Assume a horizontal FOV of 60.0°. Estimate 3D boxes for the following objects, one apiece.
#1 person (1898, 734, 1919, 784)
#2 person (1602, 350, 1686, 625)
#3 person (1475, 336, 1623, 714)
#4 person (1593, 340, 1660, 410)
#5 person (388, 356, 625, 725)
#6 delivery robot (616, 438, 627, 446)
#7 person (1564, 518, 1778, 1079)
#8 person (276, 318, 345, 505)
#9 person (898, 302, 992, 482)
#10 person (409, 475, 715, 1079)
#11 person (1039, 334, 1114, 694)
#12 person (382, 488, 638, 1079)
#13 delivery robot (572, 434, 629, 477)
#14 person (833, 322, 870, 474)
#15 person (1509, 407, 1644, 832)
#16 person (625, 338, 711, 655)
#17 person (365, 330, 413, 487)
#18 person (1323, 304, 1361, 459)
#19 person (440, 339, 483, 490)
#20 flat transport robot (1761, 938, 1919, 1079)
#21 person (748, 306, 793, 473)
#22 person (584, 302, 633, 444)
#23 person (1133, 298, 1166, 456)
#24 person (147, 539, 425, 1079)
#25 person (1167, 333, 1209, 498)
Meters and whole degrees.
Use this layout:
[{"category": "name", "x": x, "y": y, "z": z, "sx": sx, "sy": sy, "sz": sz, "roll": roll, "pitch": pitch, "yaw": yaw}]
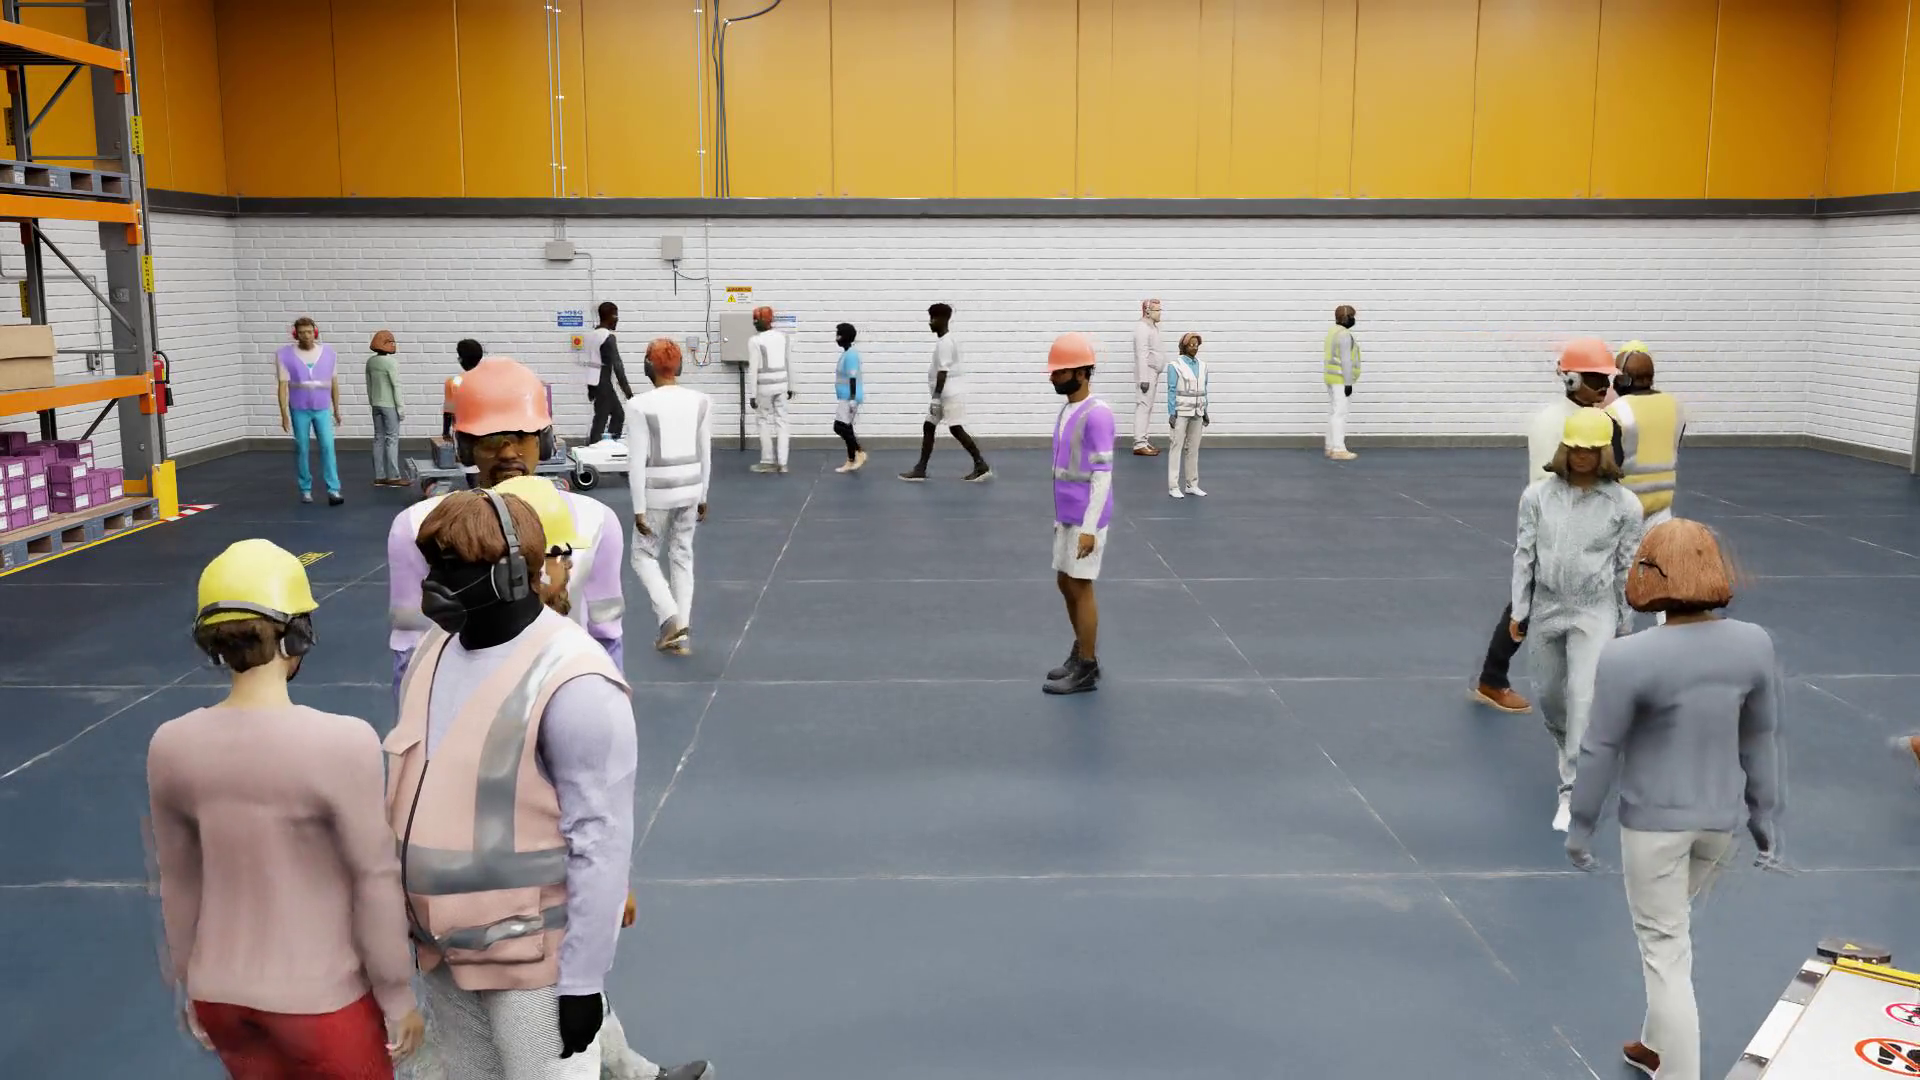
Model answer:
[{"category": "person", "x": 4.266, "y": 0.218, "z": 6.726, "sx": 0.586, "sy": 1.924, "sz": 0.653, "roll": 5, "pitch": 10, "yaw": 28}, {"category": "person", "x": 3.963, "y": -0.224, "z": 9.864, "sx": 0.630, "sy": 1.801, "sz": 0.925, "roll": -3, "pitch": 10, "yaw": -17}, {"category": "person", "x": 3.000, "y": -0.031, "z": 8.217, "sx": 0.640, "sy": 1.944, "sz": 1.018, "roll": -6, "pitch": 11, "yaw": -33}, {"category": "person", "x": 4.698, "y": -0.517, "z": 11.723, "sx": 0.525, "sy": 1.769, "sz": 0.308, "roll": 6, "pitch": 11, "yaw": 33}, {"category": "person", "x": -1.164, "y": 0.543, "z": 4.377, "sx": 0.606, "sy": 2.044, "sz": 0.373, "roll": -4, "pitch": 10, "yaw": -23}, {"category": "delivery robot", "x": -3.432, "y": -0.968, "z": 17.903, "sx": 0.477, "sy": 0.478, "sz": 0.707, "roll": -6, "pitch": 11, "yaw": -33}, {"category": "person", "x": 1.861, "y": 0.737, "z": 4.464, "sx": 0.535, "sy": 1.610, "sz": 0.595, "roll": -2, "pitch": 10, "yaw": -14}, {"category": "person", "x": -6.193, "y": -1.213, "z": 15.894, "sx": 0.575, "sy": 1.794, "sz": 0.925, "roll": -6, "pitch": 11, "yaw": -31}, {"category": "person", "x": -0.125, "y": -1.557, "z": 17.638, "sx": 0.993, "sy": 1.922, "sz": 0.621, "roll": 0, "pitch": 9, "yaw": -3}, {"category": "person", "x": -1.030, "y": 0.733, "z": 4.008, "sx": 0.942, "sy": 1.777, "sz": 0.606, "roll": -6, "pitch": 11, "yaw": -32}, {"category": "person", "x": 0.623, "y": -0.128, "z": 8.882, "sx": 0.445, "sy": 1.923, "sz": 0.571, "roll": -3, "pitch": 10, "yaw": -18}, {"category": "person", "x": -0.923, "y": 0.811, "z": 3.352, "sx": 0.628, "sy": 1.843, "sz": 0.429, "roll": 8, "pitch": 12, "yaw": 39}, {"category": "delivery robot", "x": -3.658, "y": -0.860, "z": 17.242, "sx": 0.707, "sy": 0.478, "sz": 0.477, "roll": -2, "pitch": 10, "yaw": -15}, {"category": "person", "x": -1.248, "y": -1.555, "z": 18.326, "sx": 0.368, "sy": 1.680, "sz": 0.553, "roll": -2, "pitch": 9, "yaw": -10}, {"category": "person", "x": 2.590, "y": 0.285, "z": 6.963, "sx": 0.489, "sy": 1.717, "sz": 0.765, "roll": 6, "pitch": 11, "yaw": 33}, {"category": "person", "x": -1.695, "y": -0.241, "z": 9.710, "sx": 0.580, "sy": 1.868, "sz": 0.448, "roll": -7, "pitch": 12, "yaw": -37}, {"category": "person", "x": -5.972, "y": -1.364, "z": 17.327, "sx": 0.505, "sy": 1.631, "sz": 0.267, "roll": 6, "pitch": 11, "yaw": 33}, {"category": "person", "x": 4.581, "y": -1.896, "z": 19.946, "sx": 0.429, "sy": 1.842, "sz": 0.631, "roll": -1, "pitch": 9, "yaw": -4}, {"category": "person", "x": -4.095, "y": -0.848, "z": 14.007, "sx": 0.480, "sy": 1.680, "sz": 0.548, "roll": 7, "pitch": 12, "yaw": 38}, {"category": "flat transport robot", "x": 2.488, "y": 1.423, "z": 4.398, "sx": 0.652, "sy": 0.197, "sz": 1.431, "roll": 7, "pitch": 12, "yaw": 37}, {"category": "person", "x": -2.074, "y": -1.653, "z": 18.412, "sx": 0.682, "sy": 1.853, "sz": 0.585, "roll": -8, "pitch": 12, "yaw": -40}, {"category": "person", "x": -3.933, "y": -1.742, "z": 18.828, "sx": 0.693, "sy": 1.891, "sz": 0.586, "roll": -4, "pitch": 10, "yaw": -26}, {"category": "person", "x": 2.314, "y": -1.985, "z": 20.296, "sx": 0.401, "sy": 1.906, "sz": 0.649, "roll": 2, "pitch": 10, "yaw": 14}, {"category": "person", "x": -1.328, "y": 0.877, "z": 3.203, "sx": 0.547, "sy": 1.748, "sz": 0.543, "roll": 3, "pitch": 10, "yaw": 17}, {"category": "person", "x": 2.263, "y": -1.241, "z": 16.531, "sx": 0.523, "sy": 1.645, "sz": 0.306, "roll": -6, "pitch": 11, "yaw": -35}]
